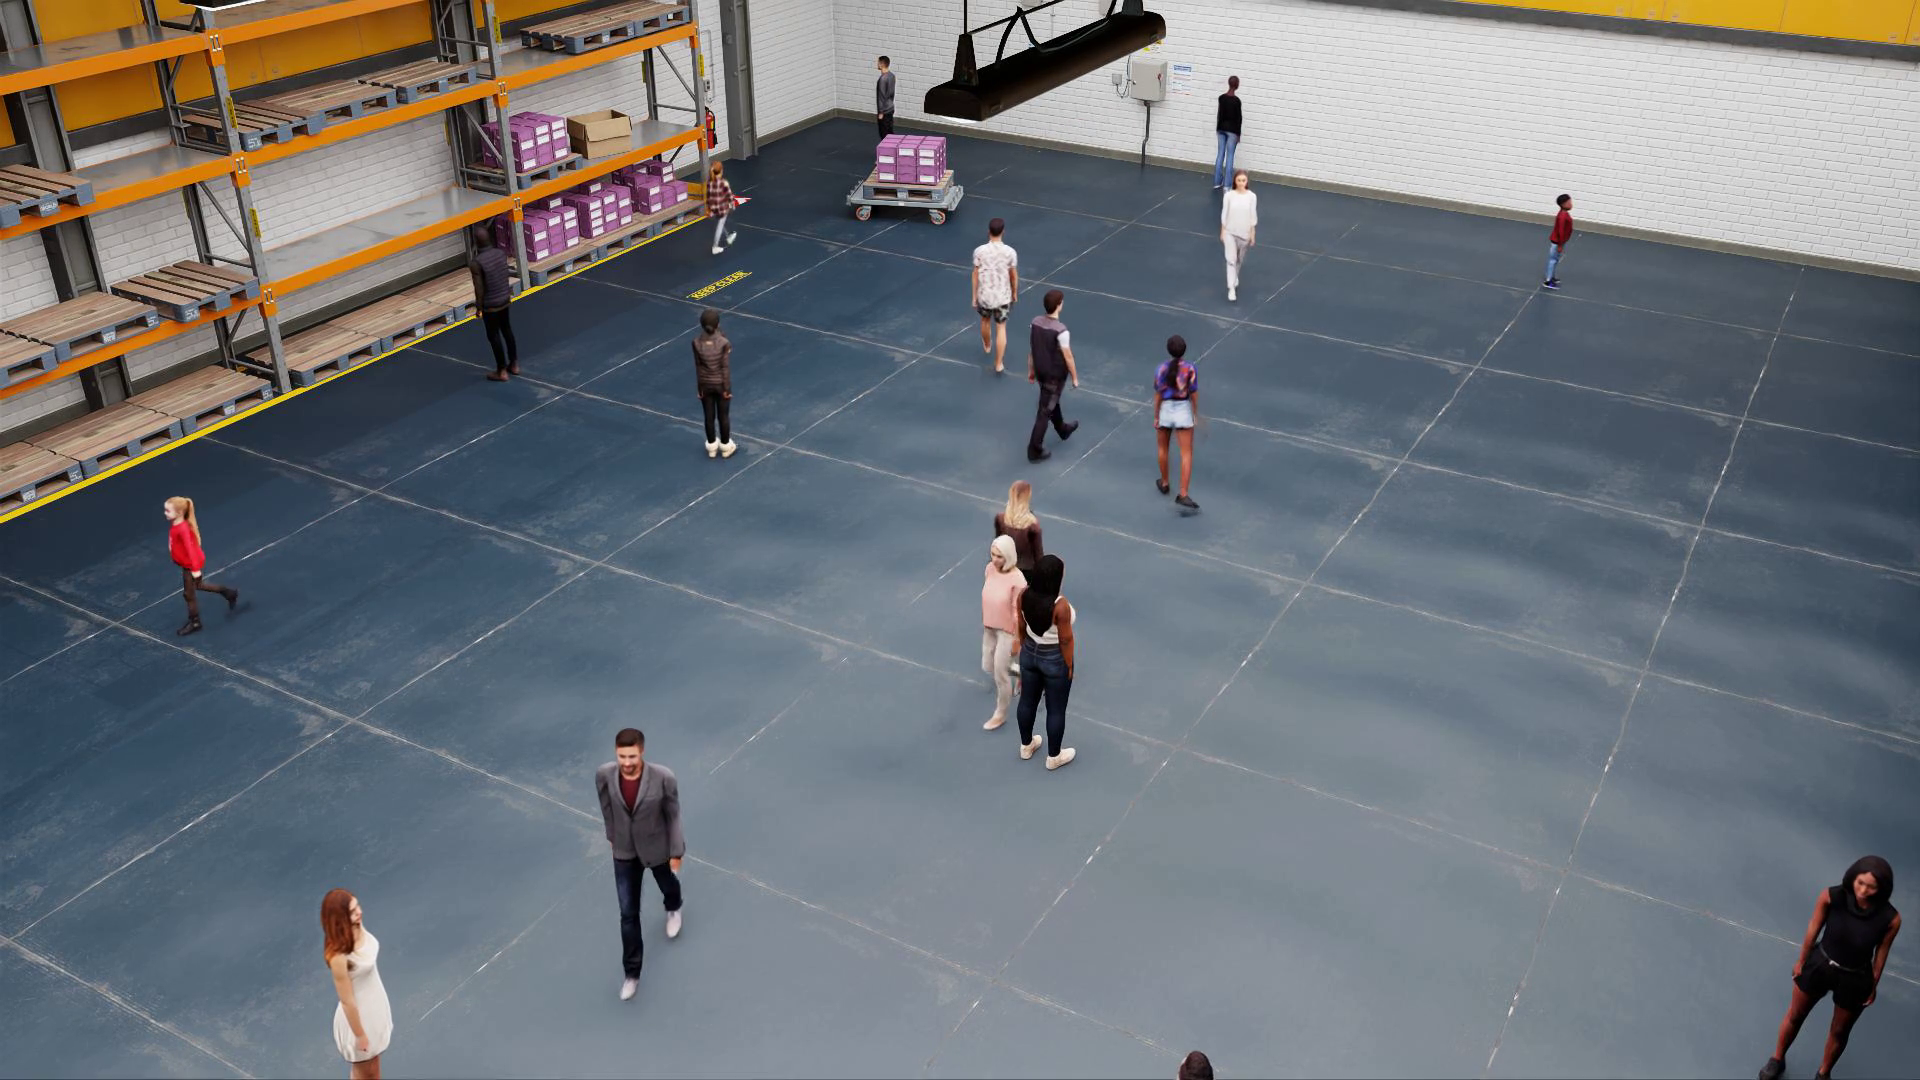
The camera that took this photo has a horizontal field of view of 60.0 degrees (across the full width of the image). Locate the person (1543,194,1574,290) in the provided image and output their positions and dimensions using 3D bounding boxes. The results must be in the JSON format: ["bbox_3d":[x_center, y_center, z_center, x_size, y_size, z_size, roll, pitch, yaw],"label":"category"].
[{"bbox_3d":[7.997,-4.013,22.233,0.608,1.255,0.484,8,30,14],"label":"person"}]

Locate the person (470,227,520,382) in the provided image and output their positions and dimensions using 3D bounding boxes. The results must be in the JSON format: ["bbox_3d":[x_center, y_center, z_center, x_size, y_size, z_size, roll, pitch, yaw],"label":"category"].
[{"bbox_3d":[-5.404,-2.750,19.312,0.740,1.836,0.490,15,32,25],"label":"person"}]

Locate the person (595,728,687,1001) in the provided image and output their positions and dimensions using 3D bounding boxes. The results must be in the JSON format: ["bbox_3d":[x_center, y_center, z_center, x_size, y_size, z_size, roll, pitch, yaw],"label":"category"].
[{"bbox_3d":[-2.015,1.942,10.719,1.086,1.828,1.321,1,29,2],"label":"person"}]

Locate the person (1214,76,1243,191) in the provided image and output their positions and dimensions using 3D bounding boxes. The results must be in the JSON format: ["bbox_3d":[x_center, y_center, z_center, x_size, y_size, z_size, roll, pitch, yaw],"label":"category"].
[{"bbox_3d":[4.202,-6.395,26.087,0.648,1.747,0.620,25,37,38],"label":"person"}]

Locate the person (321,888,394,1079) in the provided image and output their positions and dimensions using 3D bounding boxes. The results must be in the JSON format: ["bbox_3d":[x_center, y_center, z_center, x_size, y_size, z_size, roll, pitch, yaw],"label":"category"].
[{"bbox_3d":[-3.423,2.673,9.501,0.704,1.710,0.605,0,29,0],"label":"person"}]

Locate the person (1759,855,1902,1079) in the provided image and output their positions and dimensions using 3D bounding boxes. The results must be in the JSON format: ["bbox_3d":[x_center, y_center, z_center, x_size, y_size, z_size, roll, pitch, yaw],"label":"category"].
[{"bbox_3d":[5.118,2.545,9.704,0.591,1.741,0.490,16,32,26],"label":"person"}]

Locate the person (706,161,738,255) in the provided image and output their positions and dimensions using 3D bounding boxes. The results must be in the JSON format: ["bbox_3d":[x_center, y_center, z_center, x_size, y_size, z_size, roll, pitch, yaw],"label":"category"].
[{"bbox_3d":[-3.408,-4.643,23.381,0.530,1.262,0.906,15,32,25],"label":"person"}]

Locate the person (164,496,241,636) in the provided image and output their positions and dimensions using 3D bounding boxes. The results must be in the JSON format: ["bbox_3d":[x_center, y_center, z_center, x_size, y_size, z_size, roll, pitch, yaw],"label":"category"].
[{"bbox_3d":[-6.661,0.186,14.525,0.899,1.266,0.694,-20,35,-33],"label":"person"}]

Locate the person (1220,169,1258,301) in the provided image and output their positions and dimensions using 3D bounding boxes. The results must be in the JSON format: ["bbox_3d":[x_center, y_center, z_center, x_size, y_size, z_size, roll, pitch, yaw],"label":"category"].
[{"bbox_3d":[3.654,-4.054,21.897,0.948,1.651,1.187,1,29,2],"label":"person"}]

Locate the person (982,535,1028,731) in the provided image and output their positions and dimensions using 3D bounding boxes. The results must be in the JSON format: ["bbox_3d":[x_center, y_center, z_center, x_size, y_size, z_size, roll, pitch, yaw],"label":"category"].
[{"bbox_3d":[0.404,0.686,13.150,0.927,1.705,0.757,-23,36,-36],"label":"person"}]

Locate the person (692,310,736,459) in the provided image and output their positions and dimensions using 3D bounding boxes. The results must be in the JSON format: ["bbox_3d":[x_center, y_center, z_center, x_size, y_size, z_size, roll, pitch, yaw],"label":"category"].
[{"bbox_3d":[-2.562,-1.626,17.431,0.688,1.663,0.748,5,29,9],"label":"person"}]

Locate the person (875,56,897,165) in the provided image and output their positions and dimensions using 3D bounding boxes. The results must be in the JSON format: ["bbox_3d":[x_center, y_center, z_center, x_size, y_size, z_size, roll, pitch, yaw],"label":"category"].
[{"bbox_3d":[-1.211,-7.030,27.236,0.701,1.761,0.522,10,30,18],"label":"person"}]

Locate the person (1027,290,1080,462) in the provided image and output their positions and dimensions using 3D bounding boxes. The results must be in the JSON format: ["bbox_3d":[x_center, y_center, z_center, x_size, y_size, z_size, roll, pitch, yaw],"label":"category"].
[{"bbox_3d":[0.871,-1.683,17.379,1.179,1.814,0.901,-22,36,-35],"label":"person"}]

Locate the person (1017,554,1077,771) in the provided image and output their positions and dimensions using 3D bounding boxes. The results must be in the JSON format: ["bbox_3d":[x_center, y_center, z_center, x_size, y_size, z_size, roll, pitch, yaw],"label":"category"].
[{"bbox_3d":[0.645,0.916,12.619,0.664,1.810,0.635,20,35,32],"label":"person"}]

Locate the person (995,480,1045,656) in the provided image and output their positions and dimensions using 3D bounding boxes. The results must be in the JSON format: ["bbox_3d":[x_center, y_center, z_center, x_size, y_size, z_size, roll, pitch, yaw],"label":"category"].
[{"bbox_3d":[0.446,0.331,13.824,0.684,1.682,0.999,20,34,32],"label":"person"}]

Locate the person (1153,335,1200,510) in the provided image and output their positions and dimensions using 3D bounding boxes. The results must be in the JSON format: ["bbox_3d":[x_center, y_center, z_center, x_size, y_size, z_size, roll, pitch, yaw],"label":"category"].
[{"bbox_3d":[2.141,-1.168,16.536,0.901,1.717,1.054,5,29,9],"label":"person"}]

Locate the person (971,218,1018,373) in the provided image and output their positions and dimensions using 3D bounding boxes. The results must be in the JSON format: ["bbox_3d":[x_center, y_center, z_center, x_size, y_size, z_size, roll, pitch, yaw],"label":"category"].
[{"bbox_3d":[0.415,-2.838,19.539,1.029,1.773,1.255,1,29,3],"label":"person"}]
